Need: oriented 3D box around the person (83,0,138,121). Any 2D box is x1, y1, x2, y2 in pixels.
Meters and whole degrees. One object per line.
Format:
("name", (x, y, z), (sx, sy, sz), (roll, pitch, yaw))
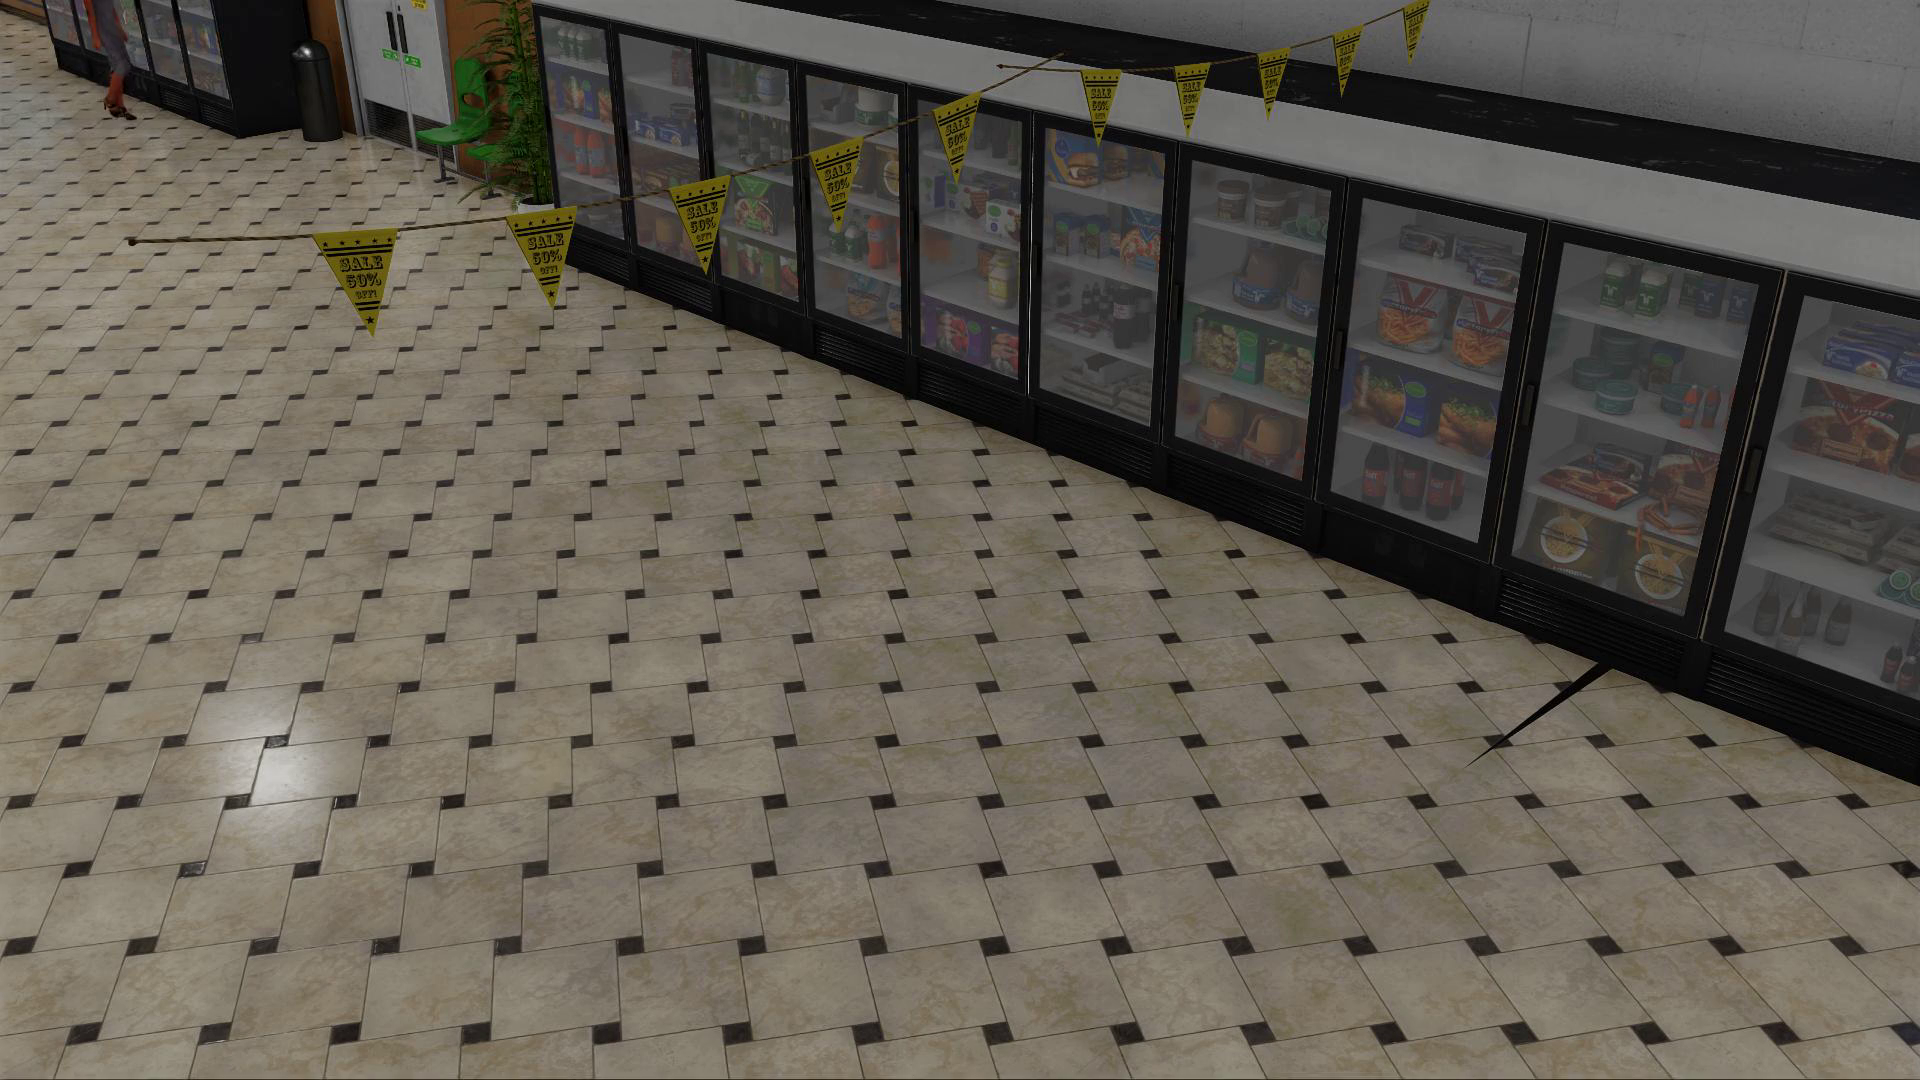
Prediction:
("person", (-8.987, -5.257, 17.348), (0.773, 1.768, 0.727), (-3, 27, -6))
